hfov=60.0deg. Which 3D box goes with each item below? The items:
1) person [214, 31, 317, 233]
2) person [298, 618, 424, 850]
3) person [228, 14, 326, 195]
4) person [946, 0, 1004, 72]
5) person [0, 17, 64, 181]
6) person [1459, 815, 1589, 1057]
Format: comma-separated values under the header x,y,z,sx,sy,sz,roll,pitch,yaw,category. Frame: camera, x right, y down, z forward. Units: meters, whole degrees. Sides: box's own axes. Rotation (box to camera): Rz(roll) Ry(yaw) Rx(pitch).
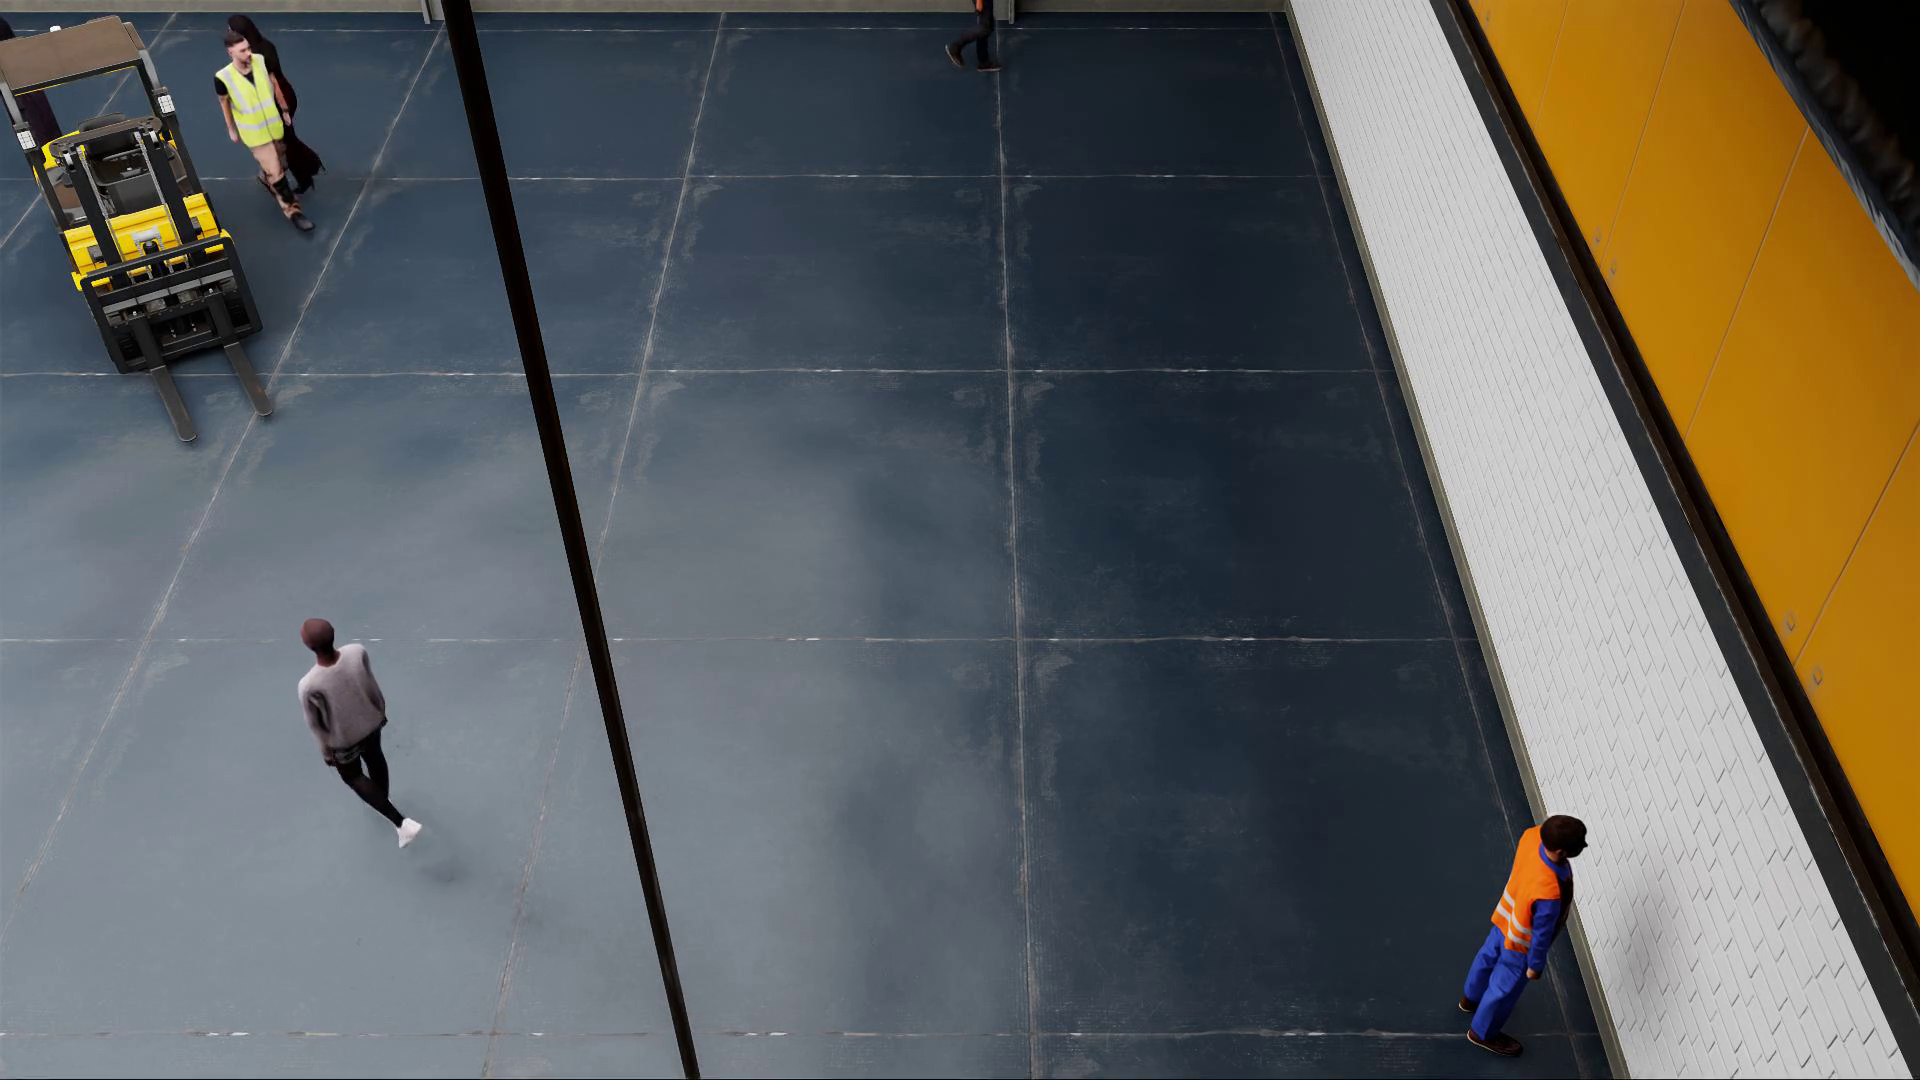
x,y,z,sx,sy,sz,roll,pitch,yaw,category
-6.189,-3.646,14.663,1.280,1.815,1.159,28,50,26,person
-3.469,1.142,9.678,1.048,1.759,0.944,29,51,27,person
-6.065,-3.906,14.997,0.719,1.731,0.699,-5,44,-5,person
0.137,-5.512,16.645,0.867,1.783,0.726,7,44,7,person
-8.588,-4.080,15.265,0.570,1.614,0.589,1,44,1,person
2.942,2.024,8.676,0.608,1.864,0.702,3,44,3,person
